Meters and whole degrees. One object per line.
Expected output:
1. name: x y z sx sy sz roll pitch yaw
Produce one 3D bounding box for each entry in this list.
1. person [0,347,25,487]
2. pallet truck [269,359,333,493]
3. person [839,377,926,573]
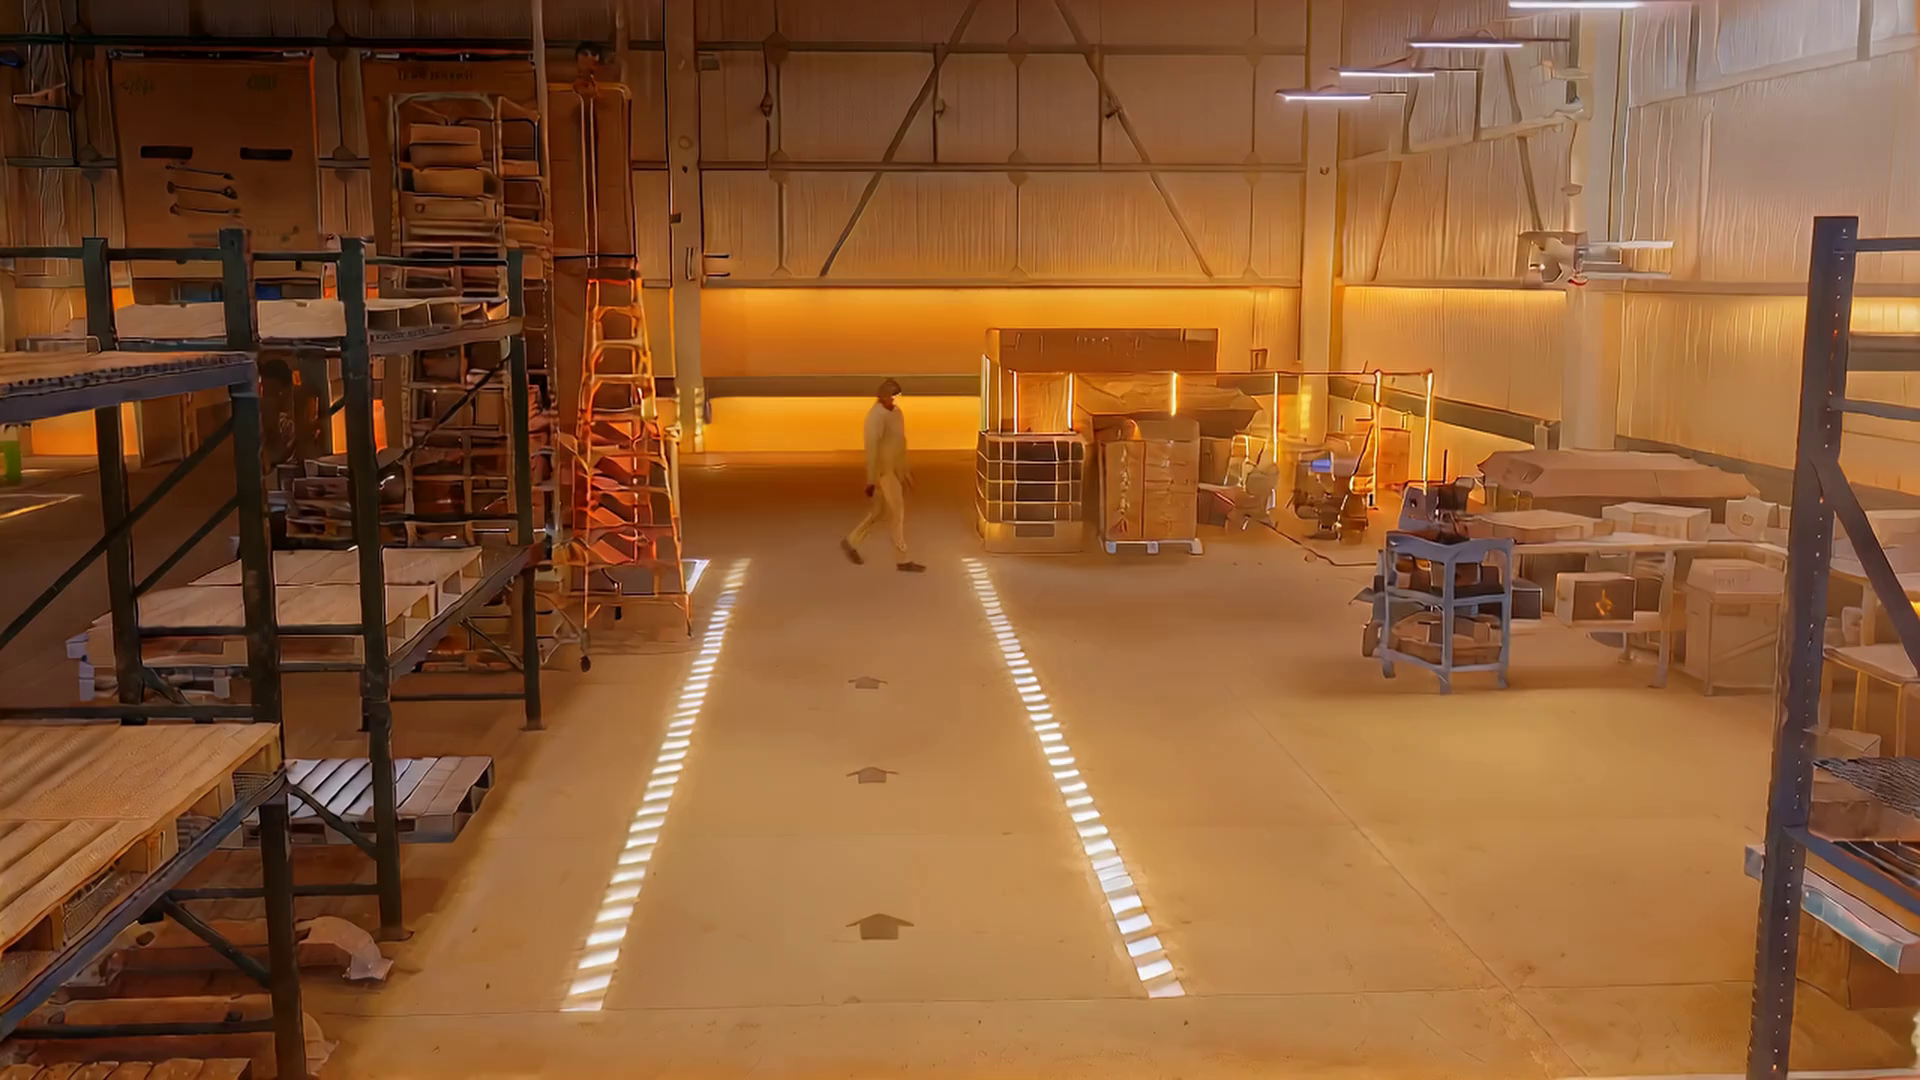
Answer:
1. person: -13.091 -1.693 22.741 0.544 1.930 0.388 8 12 40
2. pallet truck: -7.062 -1.131 18.996 1.885 1.965 0.823 2 9 13
3. person: -0.788 -0.643 16.228 0.939 1.908 0.630 4 10 21
